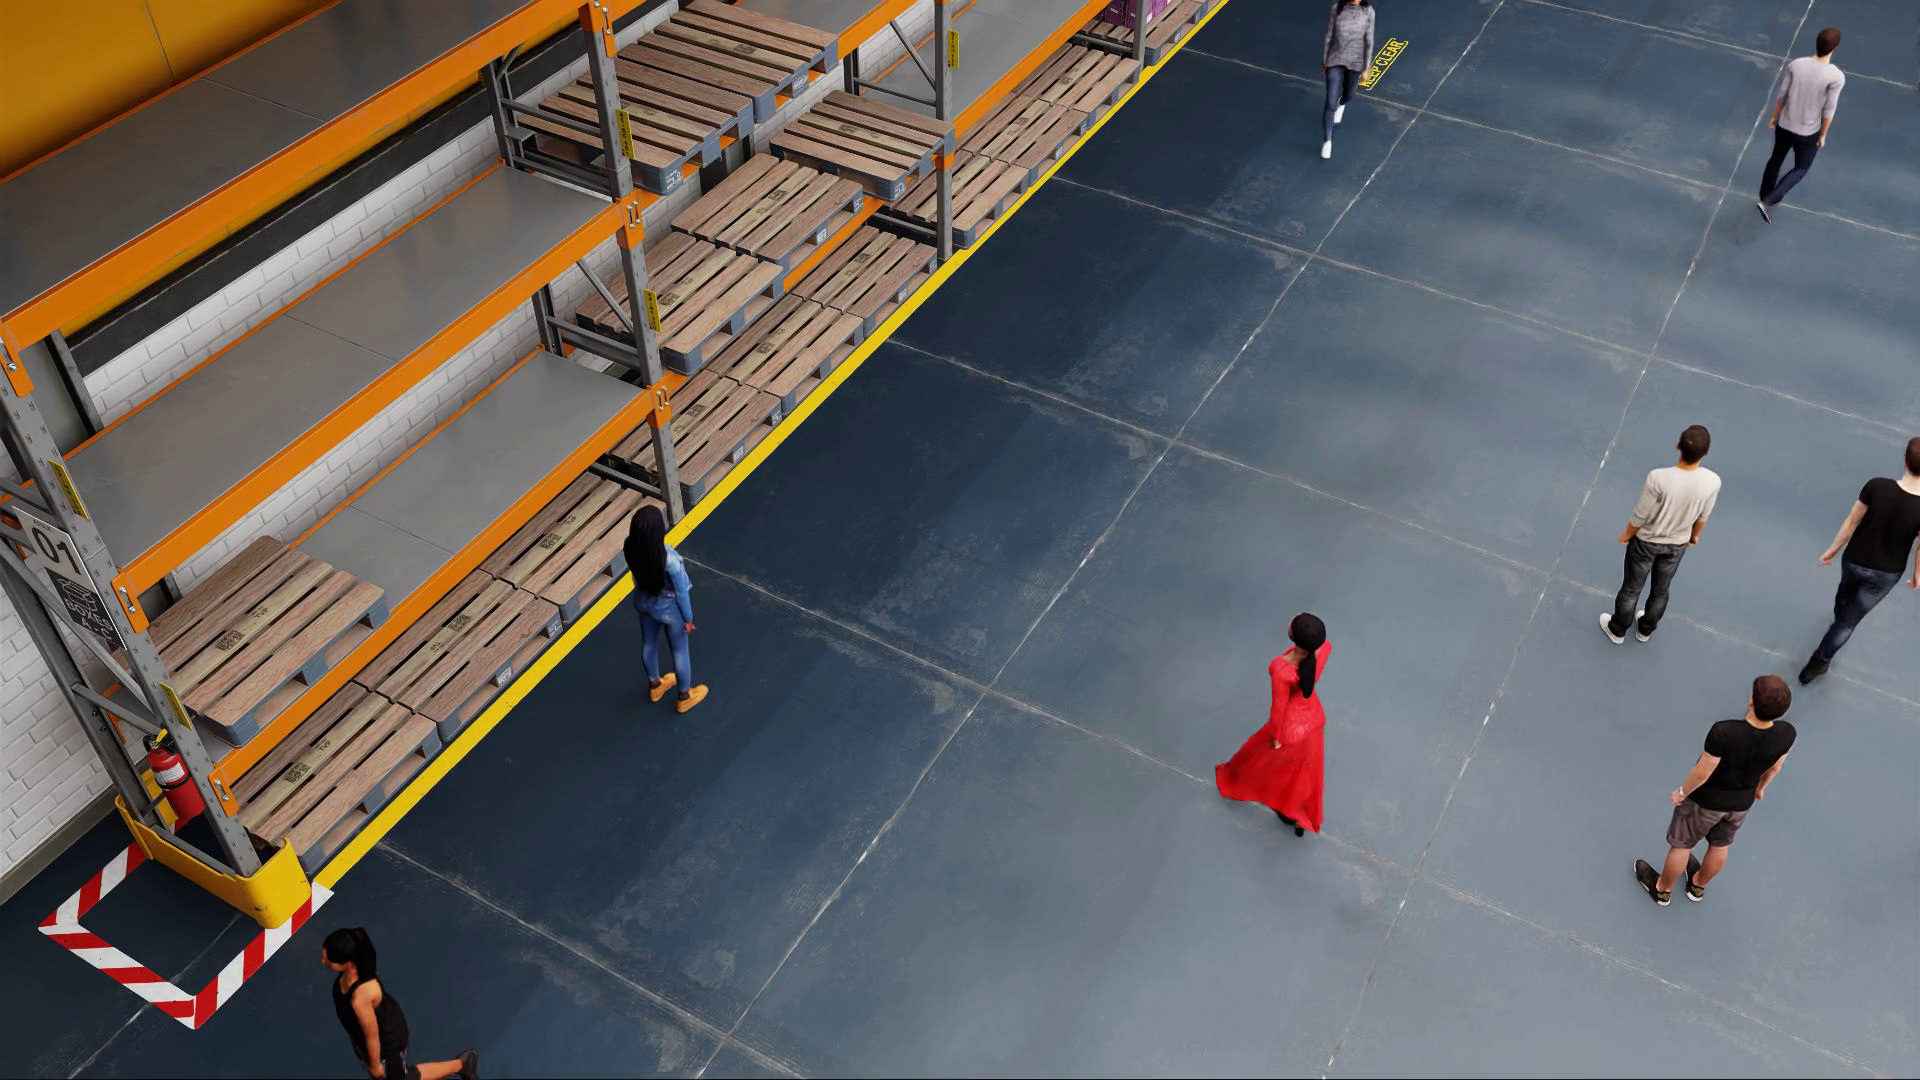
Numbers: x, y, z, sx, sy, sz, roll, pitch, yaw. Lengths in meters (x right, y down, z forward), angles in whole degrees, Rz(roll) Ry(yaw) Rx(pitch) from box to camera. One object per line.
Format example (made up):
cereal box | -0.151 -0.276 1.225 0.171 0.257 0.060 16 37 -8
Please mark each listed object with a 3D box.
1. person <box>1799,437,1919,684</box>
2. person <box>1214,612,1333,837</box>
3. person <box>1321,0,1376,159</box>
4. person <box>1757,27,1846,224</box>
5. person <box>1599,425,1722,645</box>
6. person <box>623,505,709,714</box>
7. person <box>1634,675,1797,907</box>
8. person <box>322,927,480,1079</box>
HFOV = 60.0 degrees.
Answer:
person | 5.841 0.212 10.741 1.211 1.854 0.932 -33 53 -30
person | 2.030 1.141 9.836 1.036 1.758 0.952 -24 49 -23
person | 3.690 -4.592 15.895 0.873 1.702 1.192 7 44 7
person | 7.444 -3.664 14.827 0.987 1.830 0.844 -32 52 -29
person | 4.648 -0.007 11.005 0.736 1.808 0.717 2 44 2
person | -1.910 0.441 10.605 0.581 1.711 0.493 22 48 21
person | 4.320 1.439 9.448 0.774 1.861 0.784 -3 44 -3
person | -2.902 2.486 8.505 1.008 1.647 0.858 -21 47 -21
